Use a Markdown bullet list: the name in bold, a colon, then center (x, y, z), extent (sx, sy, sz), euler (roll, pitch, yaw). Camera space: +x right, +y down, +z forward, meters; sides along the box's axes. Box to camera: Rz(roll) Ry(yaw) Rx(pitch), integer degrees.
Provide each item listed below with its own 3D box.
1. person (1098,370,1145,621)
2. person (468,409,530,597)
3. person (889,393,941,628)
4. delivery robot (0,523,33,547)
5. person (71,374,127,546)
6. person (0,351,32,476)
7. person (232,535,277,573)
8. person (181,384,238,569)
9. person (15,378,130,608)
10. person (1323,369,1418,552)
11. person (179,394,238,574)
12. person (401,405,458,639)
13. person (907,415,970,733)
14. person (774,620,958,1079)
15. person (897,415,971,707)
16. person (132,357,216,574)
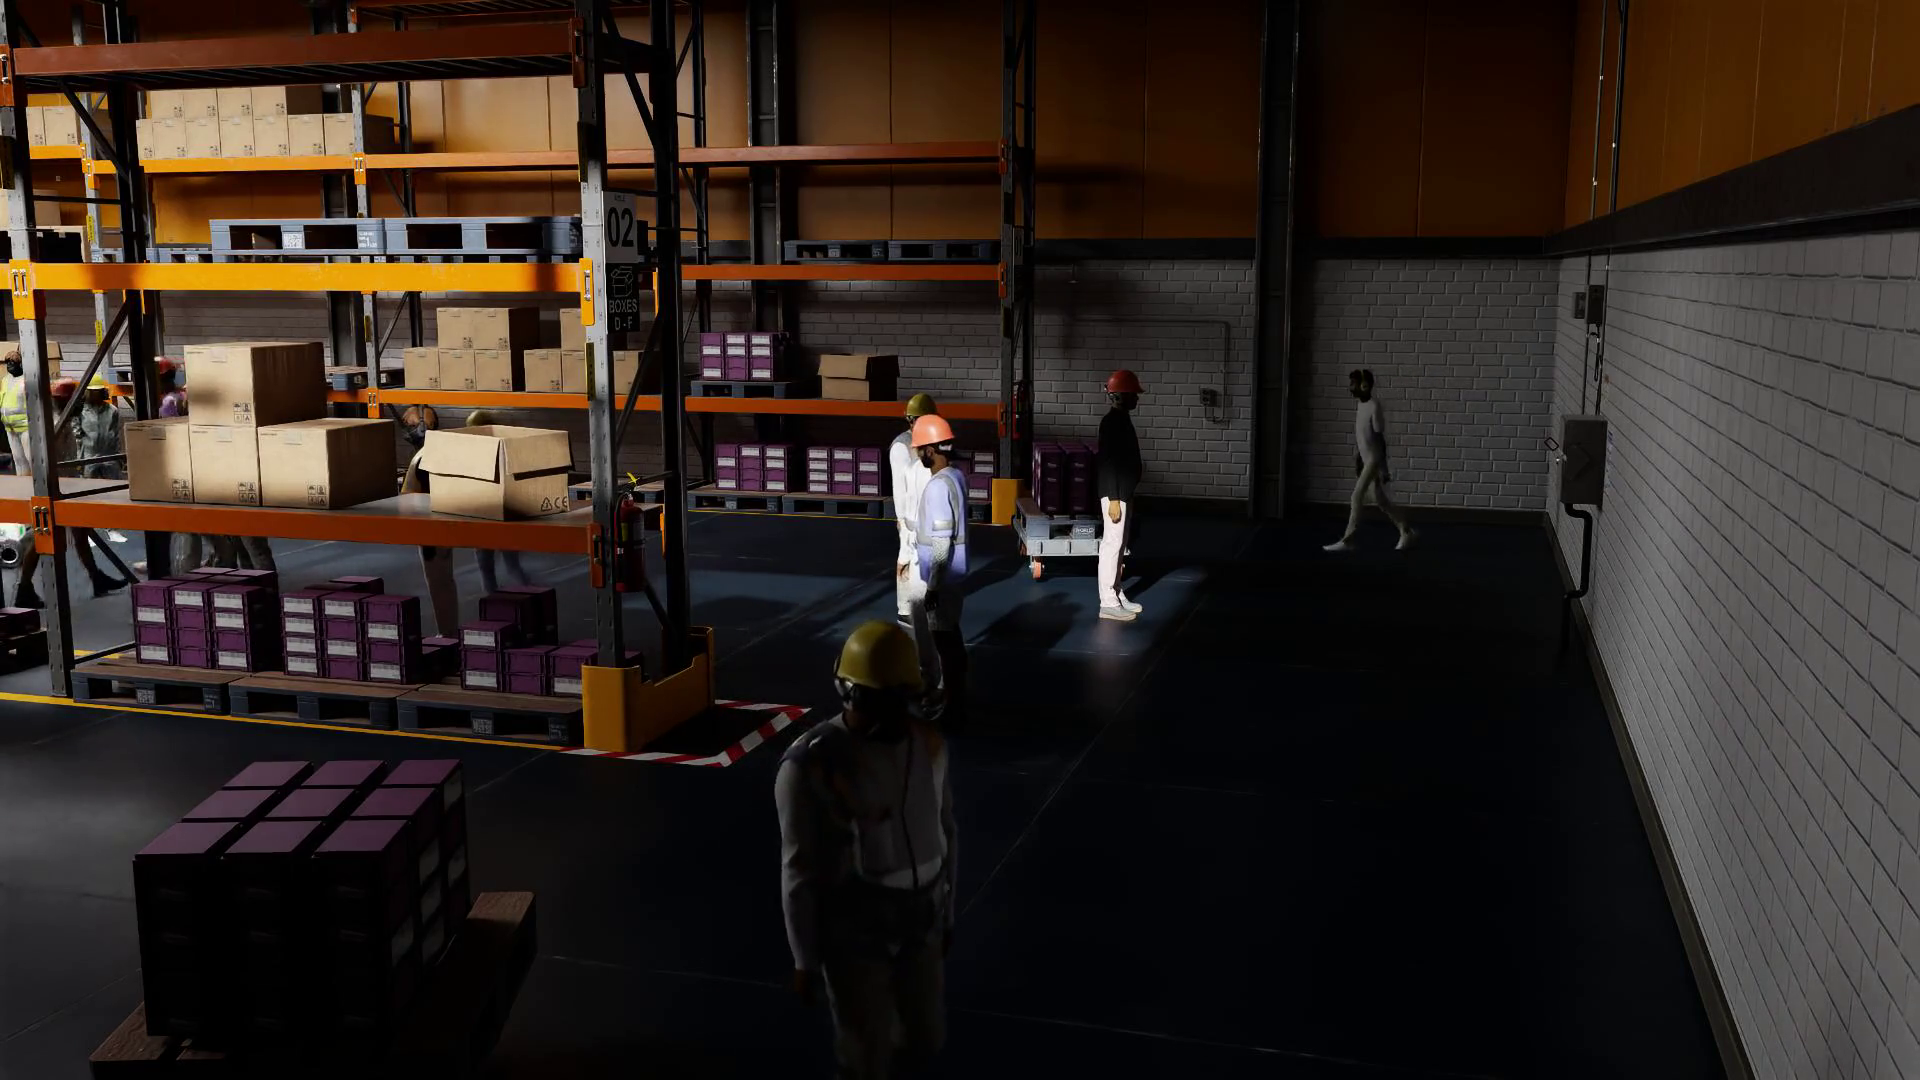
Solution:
- **person**: center (1.282, -0.366, 13.344), extent (0.375, 1.995, 0.610), euler (3, 10, 16)
- **person**: center (-3.524, -0.132, 12.719), extent (0.531, 1.735, 0.704), euler (-9, 13, -43)
- **person**: center (-0.306, -0.236, 13.048), extent (0.404, 1.830, 0.600), euler (5, 11, 30)
- **delivery robot**: center (-9.121, -0.064, 15.596), extent (0.707, 0.478, 0.477), euler (-2, 10, -14)
- **person**: center (-8.716, -0.815, 16.851), extent (0.308, 1.743, 0.494), euler (7, 11, 35)
- **person**: center (-11.065, -1.315, 19.642), extent (0.625, 1.837, 0.428), euler (5, 10, 26)
- **person**: center (-5.660, -0.307, 13.164), extent (0.633, 1.936, 0.353), euler (9, 13, 44)
- **person**: center (-6.534, -0.526, 14.489), extent (0.369, 1.939, 0.542), euler (-1, 9, -3)
- **person**: center (-7.481, -0.405, 13.923), extent (0.976, 1.865, 0.652), euler (-6, 11, -32)
- **person**: center (4.119, -0.774, 16.412), extent (0.952, 1.818, 0.583), euler (0, 9, -2)
- **person**: center (-5.914, -0.250, 12.948), extent (0.550, 1.888, 0.618), euler (2, 9, 11)
- **person**: center (-3.787, -0.049, 11.918), extent (0.430, 1.835, 0.619), euler (-3, 10, -16)
- **person**: center (-0.136, 0.207, 10.056), extent (0.382, 1.926, 0.549), euler (2, 10, 12)
- **person**: center (-0.254, 1.115, 4.878), extent (0.602, 1.816, 0.679), euler (-7, 11, -36)
- **person**: center (-0.177, 0.133, 10.667), extent (0.366, 1.879, 0.581), euler (-8, 13, -42)
- **person**: center (-7.215, -0.678, 15.240), extent (0.887, 1.989, 0.671), euler (-1, 9, -5)
